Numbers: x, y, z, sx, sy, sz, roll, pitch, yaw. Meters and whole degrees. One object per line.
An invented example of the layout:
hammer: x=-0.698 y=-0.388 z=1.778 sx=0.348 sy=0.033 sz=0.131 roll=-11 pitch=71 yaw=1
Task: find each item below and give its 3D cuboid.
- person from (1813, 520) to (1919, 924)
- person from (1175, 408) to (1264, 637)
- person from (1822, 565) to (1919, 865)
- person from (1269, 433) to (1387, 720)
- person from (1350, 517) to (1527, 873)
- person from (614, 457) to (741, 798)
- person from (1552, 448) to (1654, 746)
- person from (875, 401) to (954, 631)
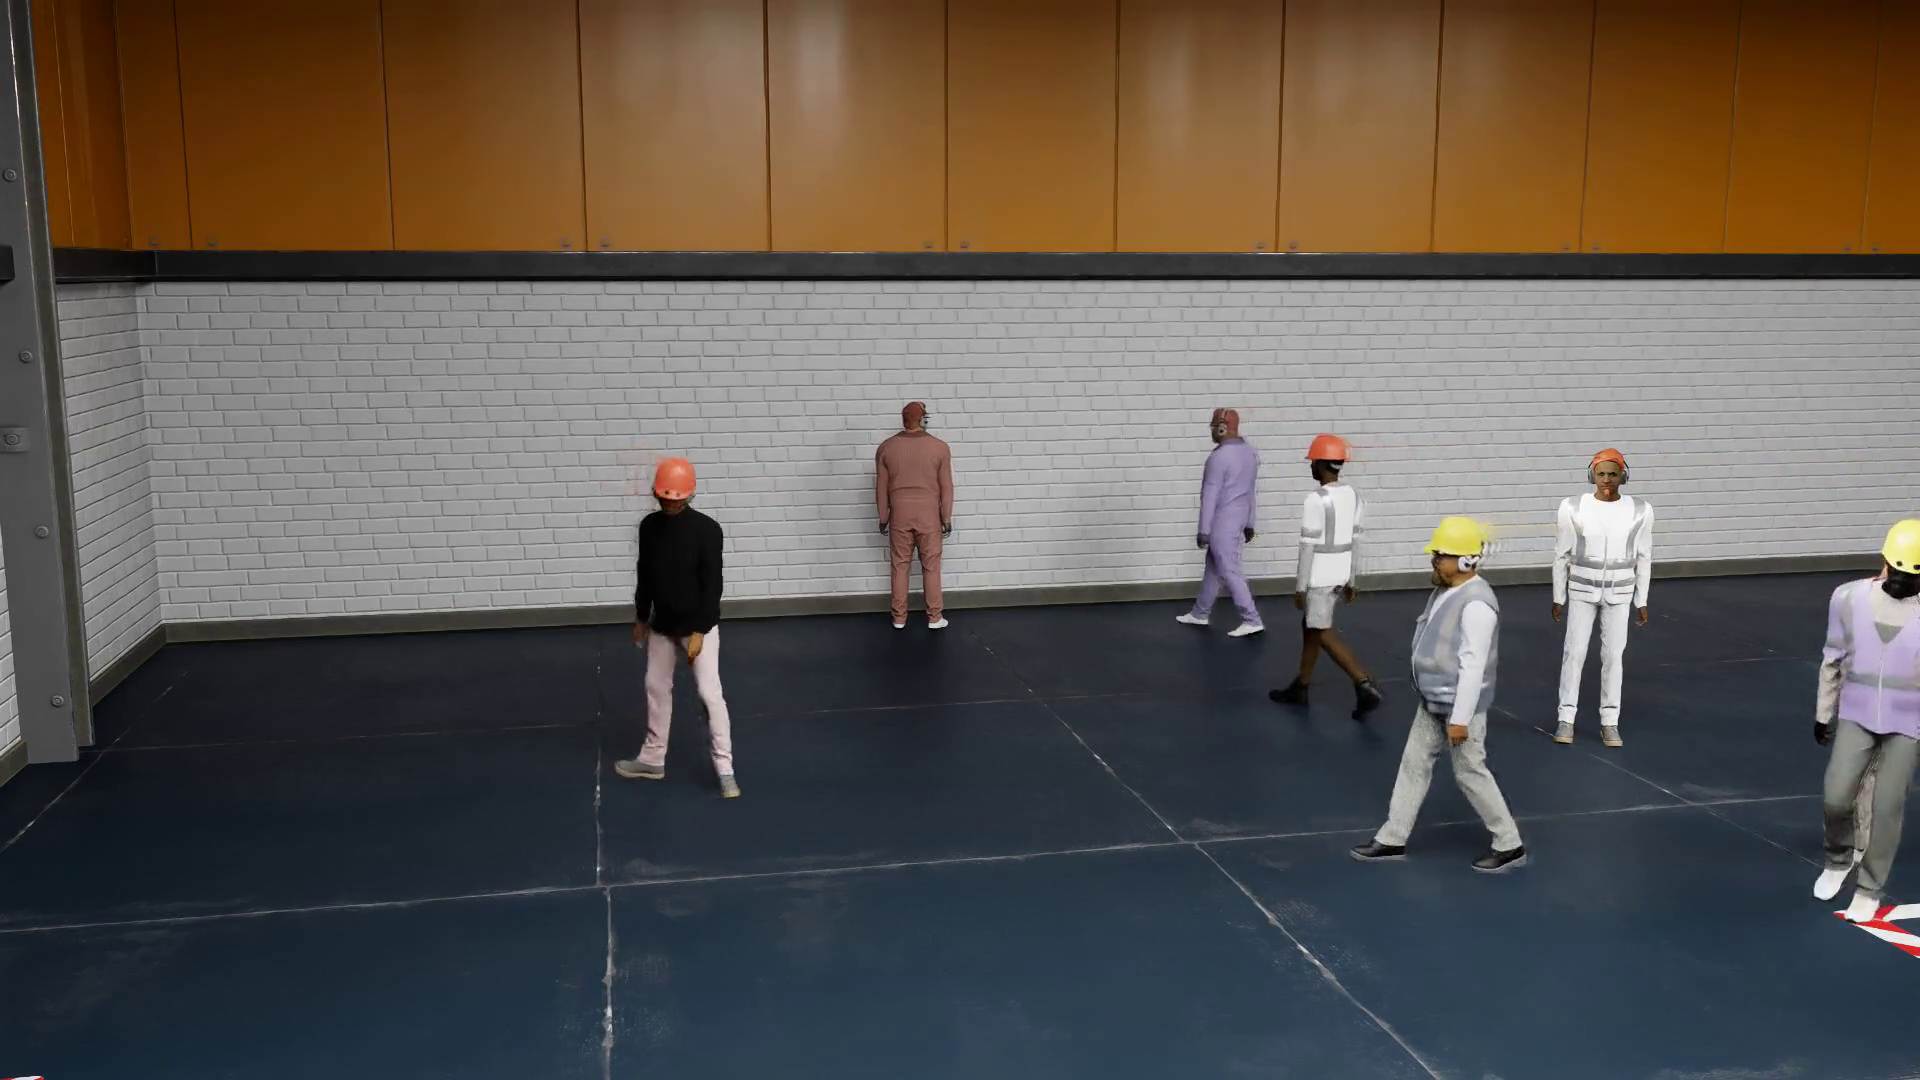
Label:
person: x=4.199 y=0.830 z=7.559 sx=0.610 sy=1.894 sz=0.428 roll=8 pitch=13 yaw=42
person: x=2.165 y=-0.152 z=13.655 sx=0.907 sy=1.868 sz=0.662 roll=7 pitch=11 yaw=35
person: x=4.635 y=0.842 z=8.338 sx=0.401 sy=1.619 sz=0.535 roll=-3 pitch=10 yaw=-20
person: x=2.496 y=0.241 z=11.129 sx=0.890 sy=1.908 sz=0.552 roll=9 pitch=13 yaw=43
person: x=2.441 y=0.769 z=8.259 sx=0.844 sy=1.796 sz=0.609 roll=0 pitch=9 yaw=-2
person: x=-1.672 y=0.482 z=9.547 sx=0.893 sy=1.958 sz=0.423 roll=6 pitch=11 yaw=31
person: x=4.022 y=0.362 z=10.450 sx=0.579 sy=1.882 sz=0.342 roll=3 pitch=10 yaw=16
person: x=-0.368 y=-0.196 z=13.790 sx=0.643 sy=1.905 sz=0.399 roll=2 pitch=9 yaw=9
